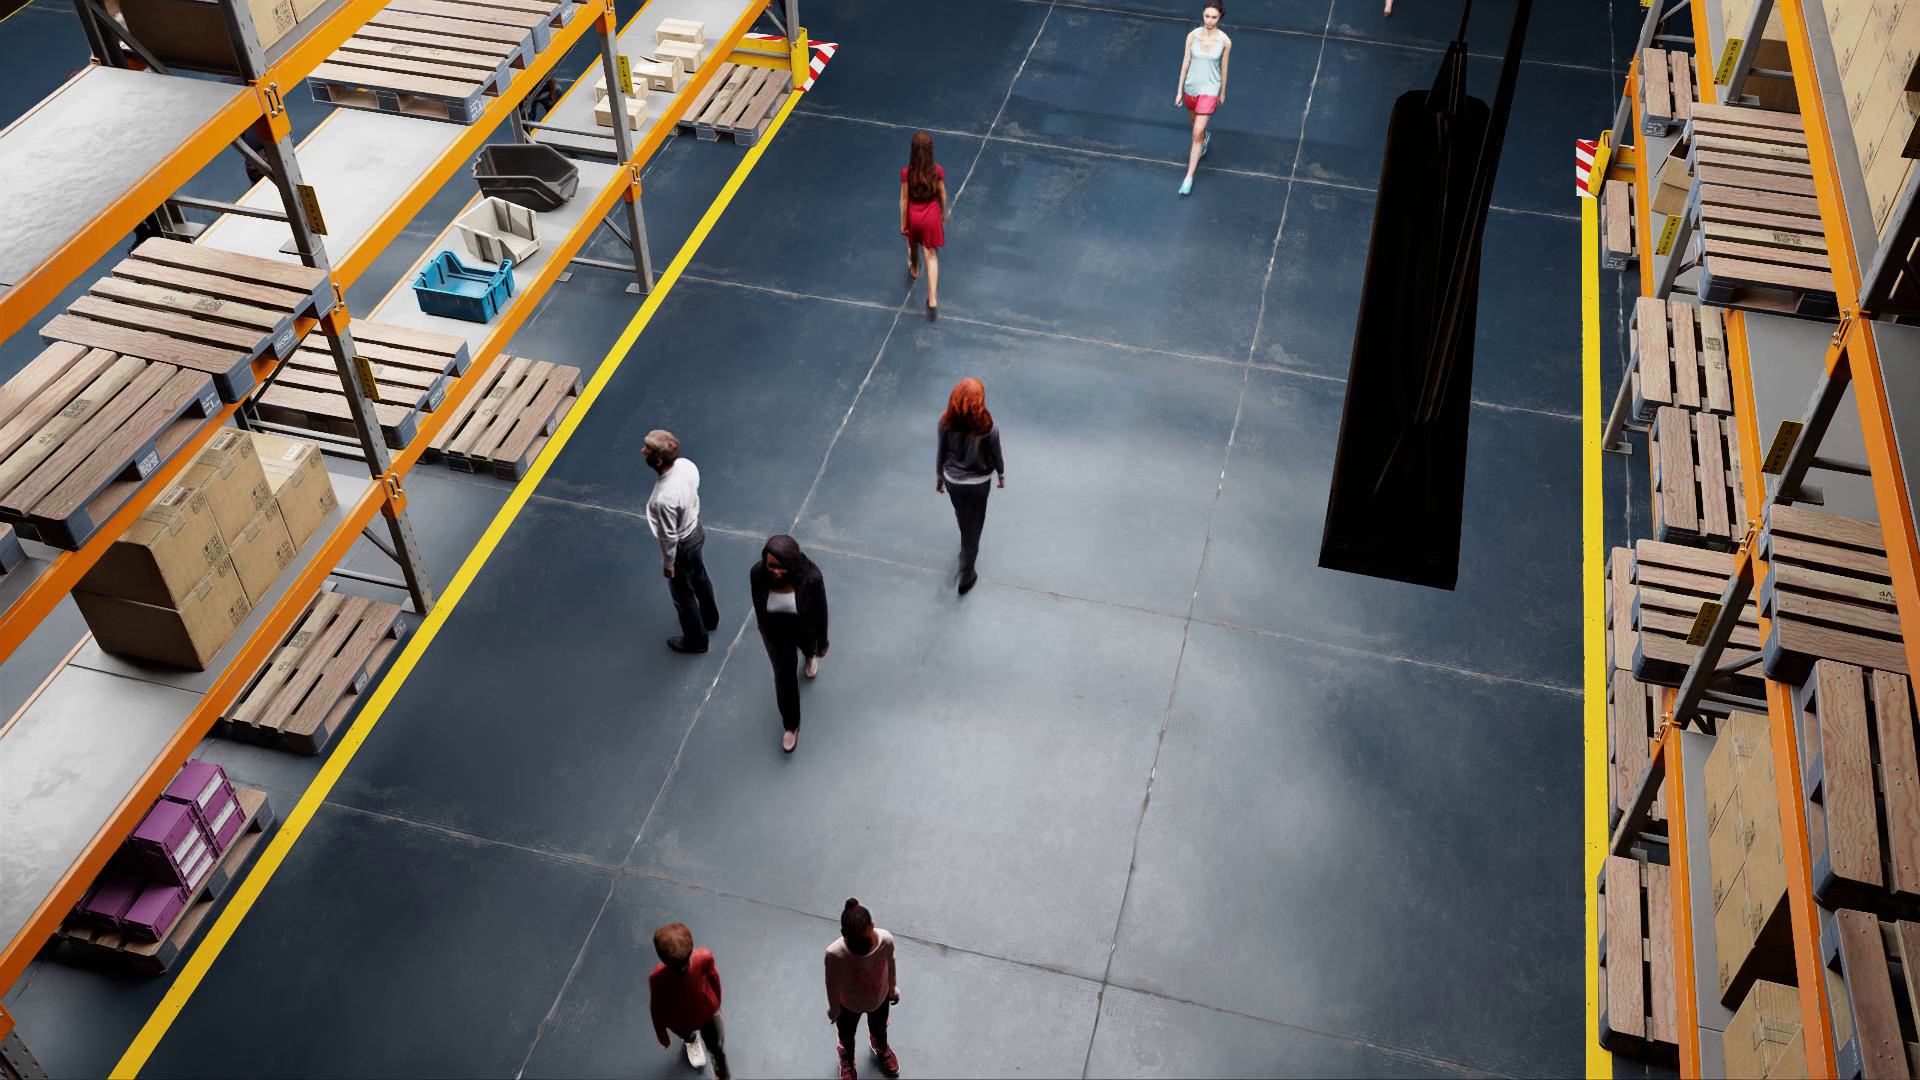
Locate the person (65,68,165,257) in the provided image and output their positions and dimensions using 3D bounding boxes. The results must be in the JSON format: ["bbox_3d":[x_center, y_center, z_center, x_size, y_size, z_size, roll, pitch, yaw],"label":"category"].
[{"bbox_3d":[-7.155,-3.260,14.332,0.770,1.851,0.748,27,50,26],"label":"person"}]

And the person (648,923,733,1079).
[{"bbox_3d":[-1.433,2.409,8.720,0.870,1.383,0.987,-16,46,-16],"label":"person"}]

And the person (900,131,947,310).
[{"bbox_3d":[-0.296,-2.653,13.936,0.815,1.518,1.140,-4,44,-4],"label":"person"}]

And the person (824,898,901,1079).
[{"bbox_3d":[-0.516,2.361,8.726,0.626,1.444,0.661,-16,46,-16],"label":"person"}]

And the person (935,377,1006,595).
[{"bbox_3d":[0.029,-0.322,11.318,0.617,1.754,0.896,12,45,12],"label":"person"}]

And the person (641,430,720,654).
[{"bbox_3d":[-1.830,0.011,10.922,0.717,1.818,0.528,5,44,6],"label":"person"}]

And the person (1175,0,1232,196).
[{"bbox_3d":[2.241,-4.168,15.377,0.673,1.724,1.229,15,46,15],"label":"person"}]

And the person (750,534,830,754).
[{"bbox_3d":[-1.045,0.493,10.594,0.861,1.573,1.207,-2,44,-2],"label":"person"}]
